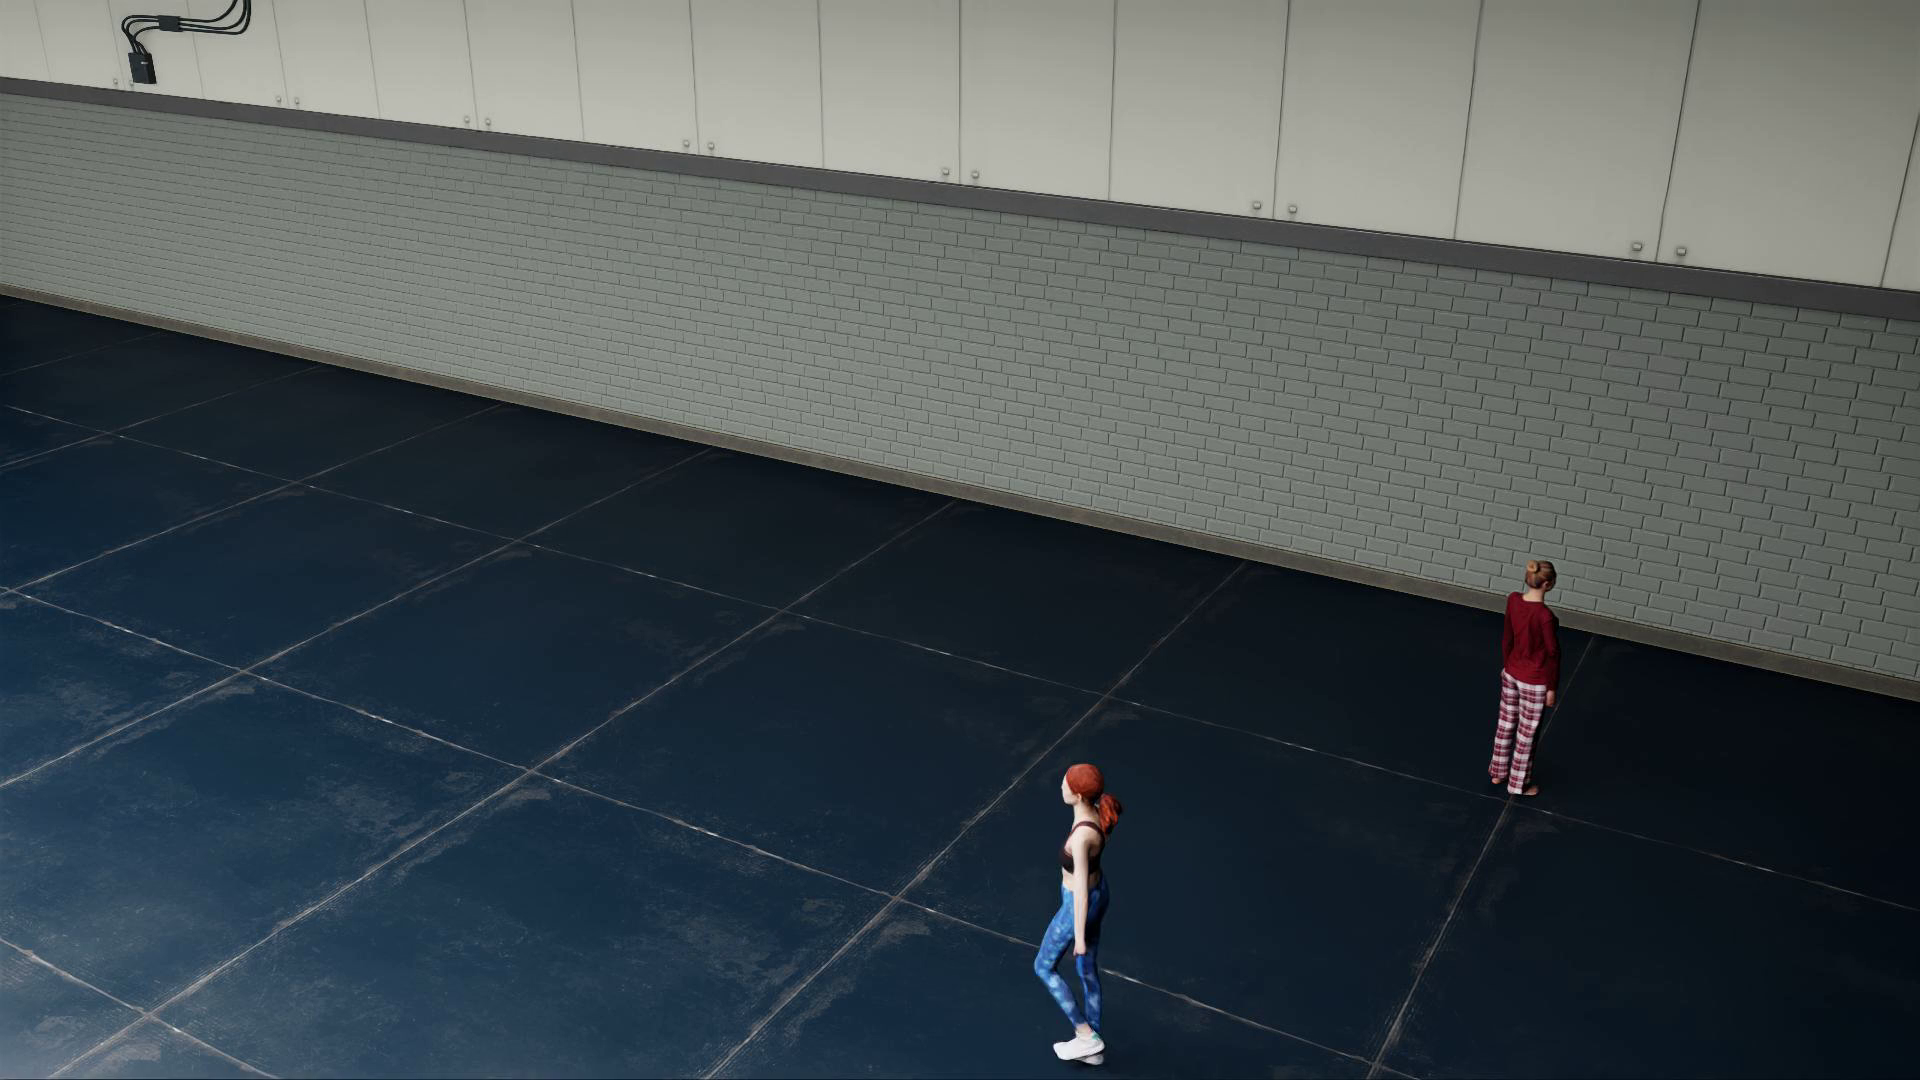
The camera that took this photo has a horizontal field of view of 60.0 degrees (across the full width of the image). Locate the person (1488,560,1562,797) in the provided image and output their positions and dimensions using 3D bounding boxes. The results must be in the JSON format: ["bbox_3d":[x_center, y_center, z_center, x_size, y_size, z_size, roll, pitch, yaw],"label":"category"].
[{"bbox_3d":[3.778,0.900,11.073,0.693,1.697,0.684,-11,25,-24],"label":"person"}]

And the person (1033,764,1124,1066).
[{"bbox_3d":[0.701,1.952,8.497,0.632,1.776,0.569,11,26,25],"label":"person"}]
